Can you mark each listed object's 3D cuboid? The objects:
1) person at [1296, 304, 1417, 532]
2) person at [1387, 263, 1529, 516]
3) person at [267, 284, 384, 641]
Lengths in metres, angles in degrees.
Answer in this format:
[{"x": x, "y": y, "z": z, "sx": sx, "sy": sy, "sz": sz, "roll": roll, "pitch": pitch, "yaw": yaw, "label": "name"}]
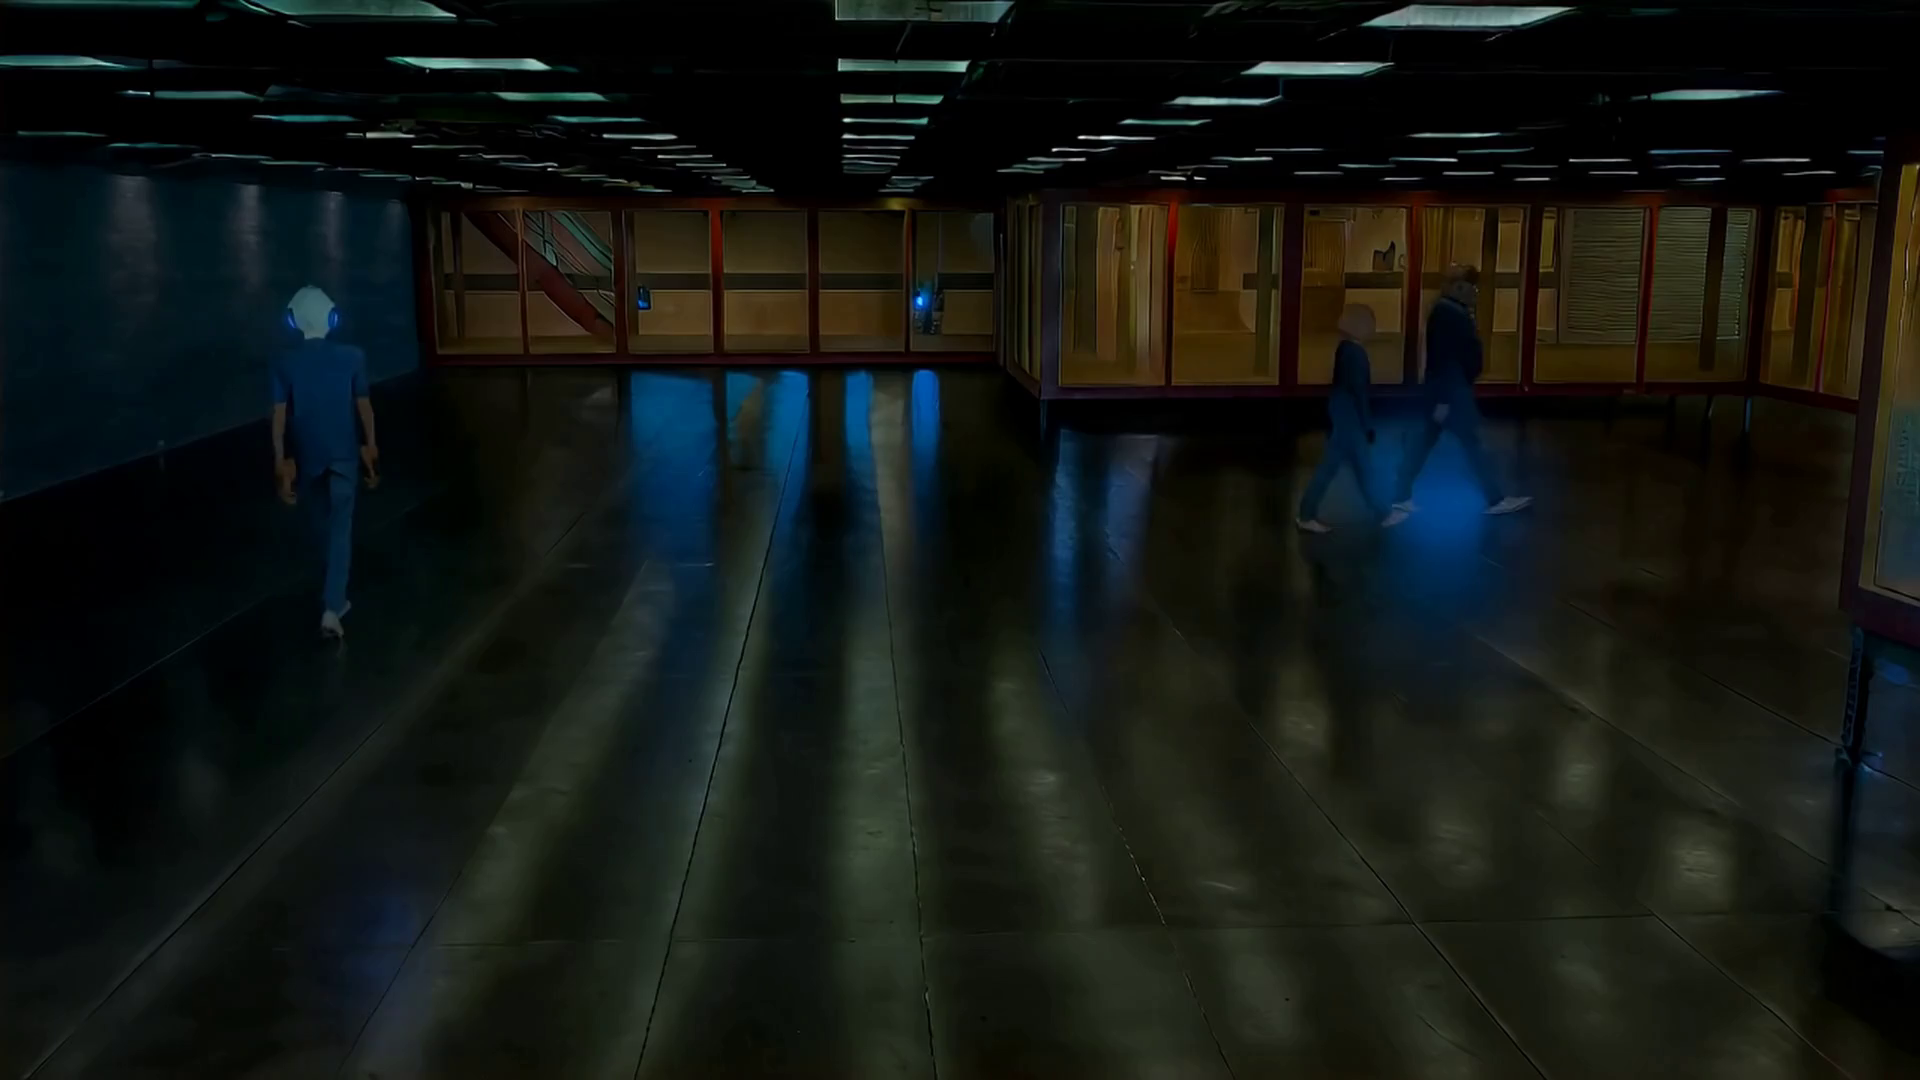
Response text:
[{"x": 2.754, "y": -0.832, "z": 11.510, "sx": 0.874, "sy": 1.582, "sz": 0.521, "roll": 0, "pitch": 11, "yaw": 0, "label": "person"}, {"x": 3.663, "y": -1.098, "z": 12.260, "sx": 1.010, "sy": 1.853, "sz": 0.646, "roll": 0, "pitch": 11, "yaw": 2, "label": "person"}, {"x": -3.297, "y": -0.410, "z": 8.651, "sx": 0.513, "sy": 1.831, "sz": 0.973, "roll": -2, "pitch": 11, "yaw": -10, "label": "person"}]
